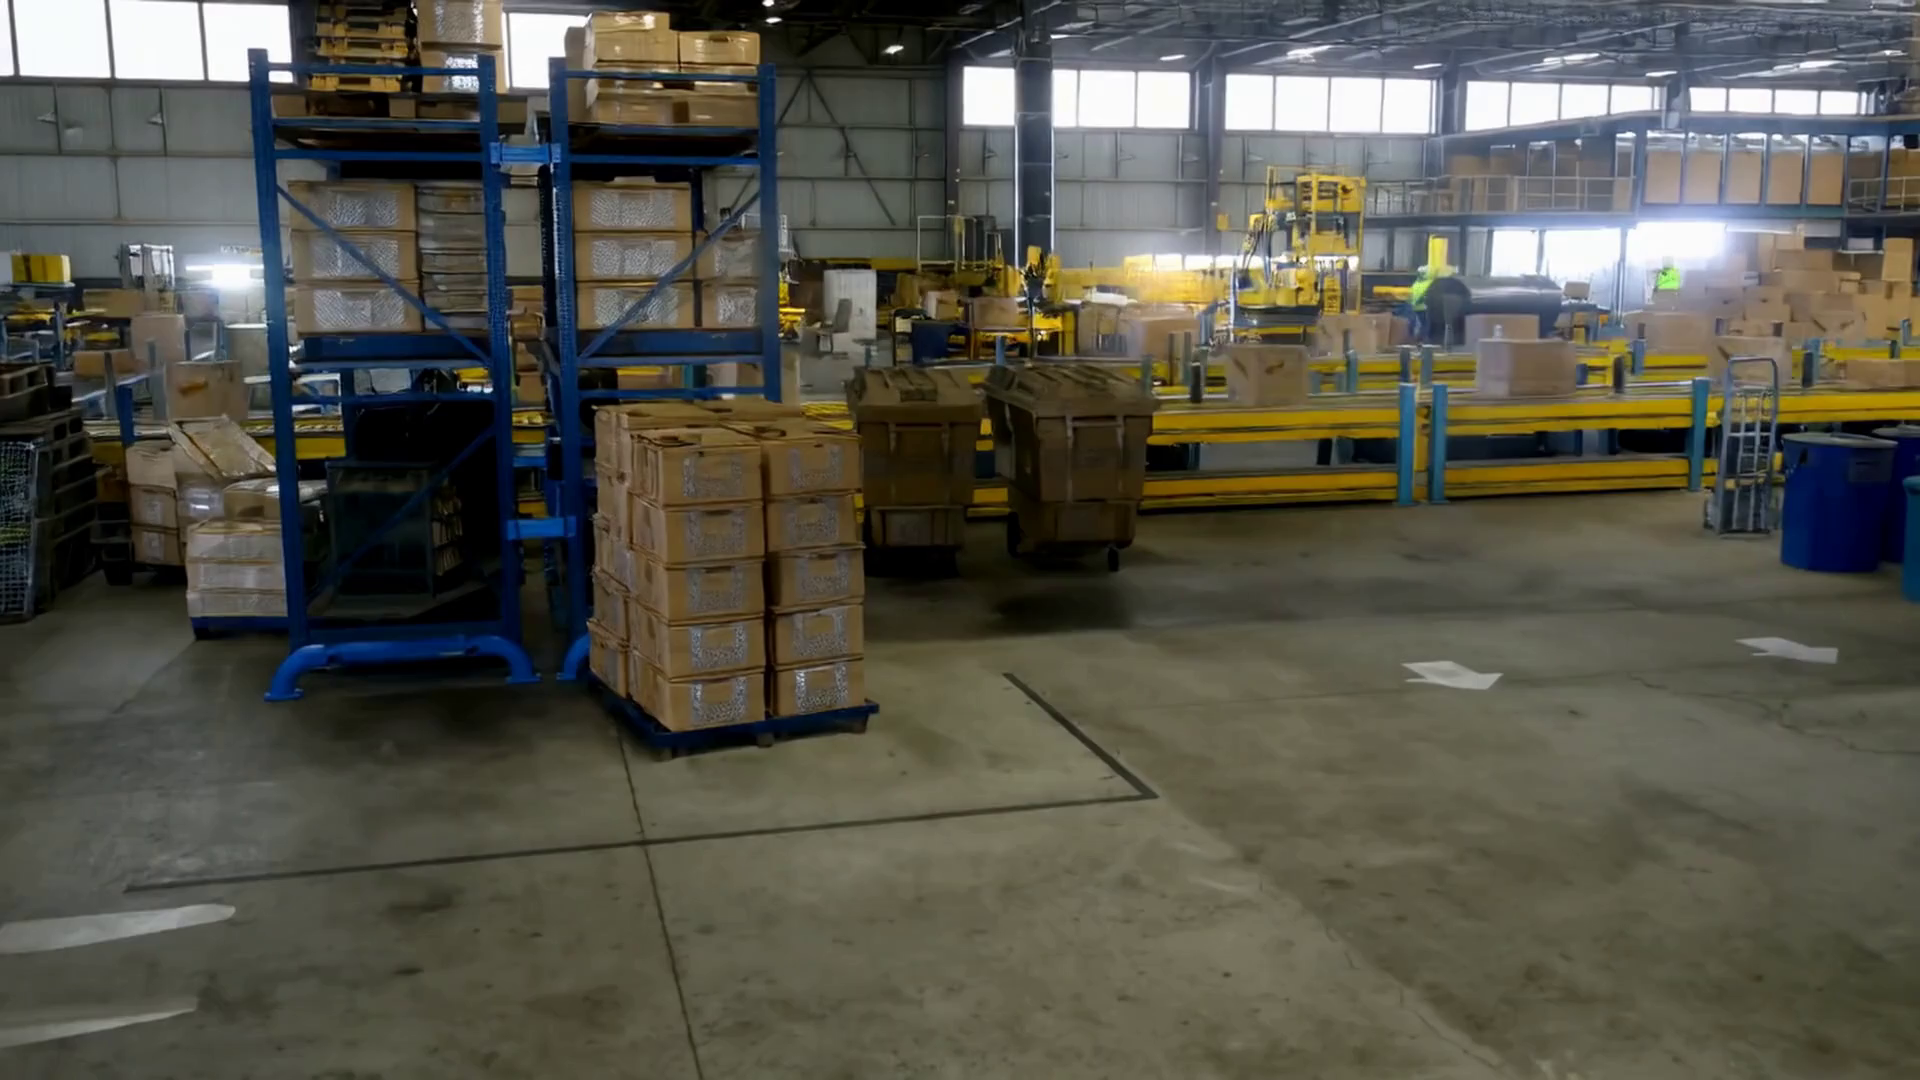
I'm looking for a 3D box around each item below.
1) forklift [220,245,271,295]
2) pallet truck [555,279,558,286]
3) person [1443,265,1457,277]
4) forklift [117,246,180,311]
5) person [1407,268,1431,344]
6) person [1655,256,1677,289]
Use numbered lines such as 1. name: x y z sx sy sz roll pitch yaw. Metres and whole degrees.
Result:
1. forklift: -17.749 -6.334 41.440 1.157 1.987 2.680 -3 10 -17
2. pallet truck: -10.604 -6.375 44.520 0.653 1.274 1.630 -3 10 -15
3. person: 7.499 -3.341 25.832 0.487 1.840 0.521 -4 11 -22
4. forklift: -19.966 -6.232 40.894 1.157 1.987 2.680 -3 10 -15
5. person: 8.869 -4.318 31.729 0.532 1.741 0.879 -5 11 -26
6. person: 19.361 -6.865 45.676 0.614 1.871 0.469 -1 10 -5
